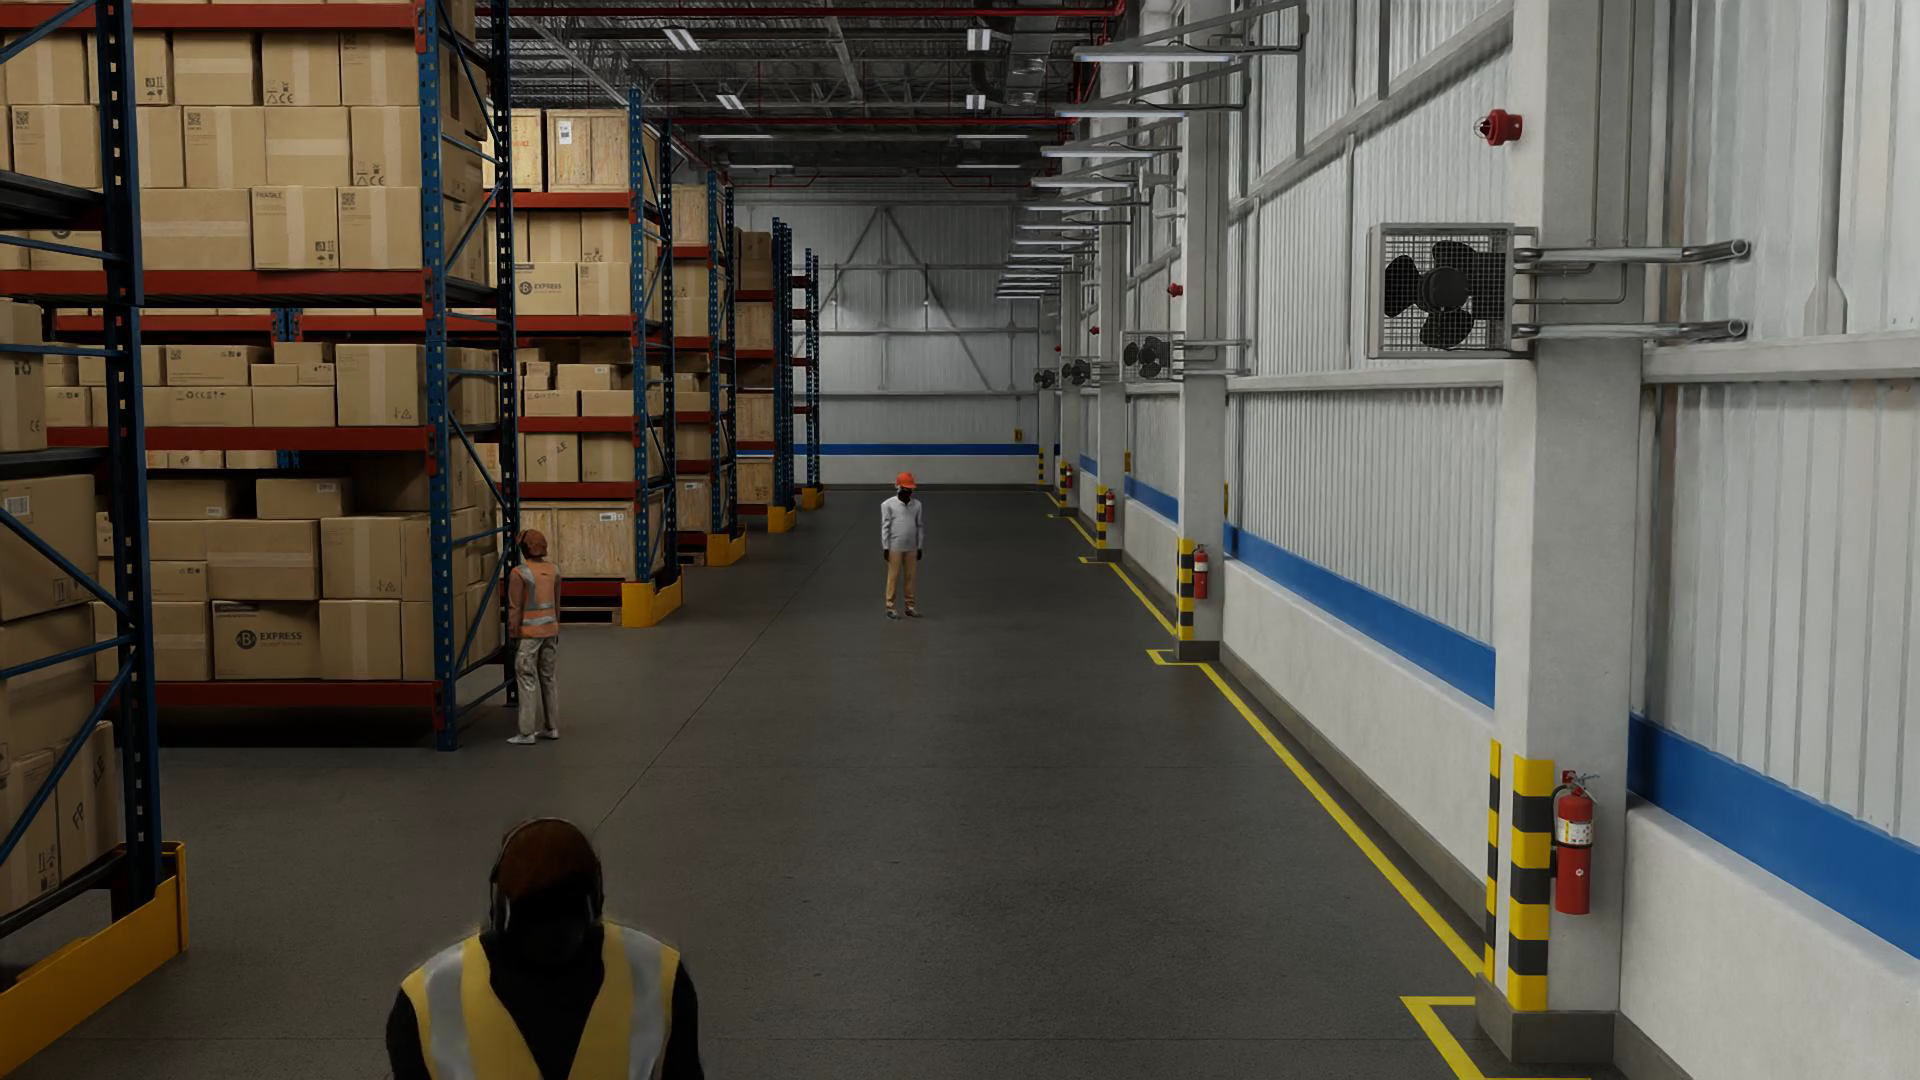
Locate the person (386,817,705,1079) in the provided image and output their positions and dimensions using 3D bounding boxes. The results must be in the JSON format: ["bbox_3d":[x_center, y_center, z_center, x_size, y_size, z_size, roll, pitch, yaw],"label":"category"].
[{"bbox_3d":[-0.836,1.436,3.423,0.636,1.816,0.890,-2,5,-22],"label":"person"}]

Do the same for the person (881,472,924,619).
[{"bbox_3d":[-0.666,0.066,19.680,0.567,1.743,0.362,-3,6,-33],"label":"person"}]

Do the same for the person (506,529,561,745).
[{"bbox_3d":[-3.217,0.730,12.609,0.317,1.631,0.524,3,6,28],"label":"person"}]
